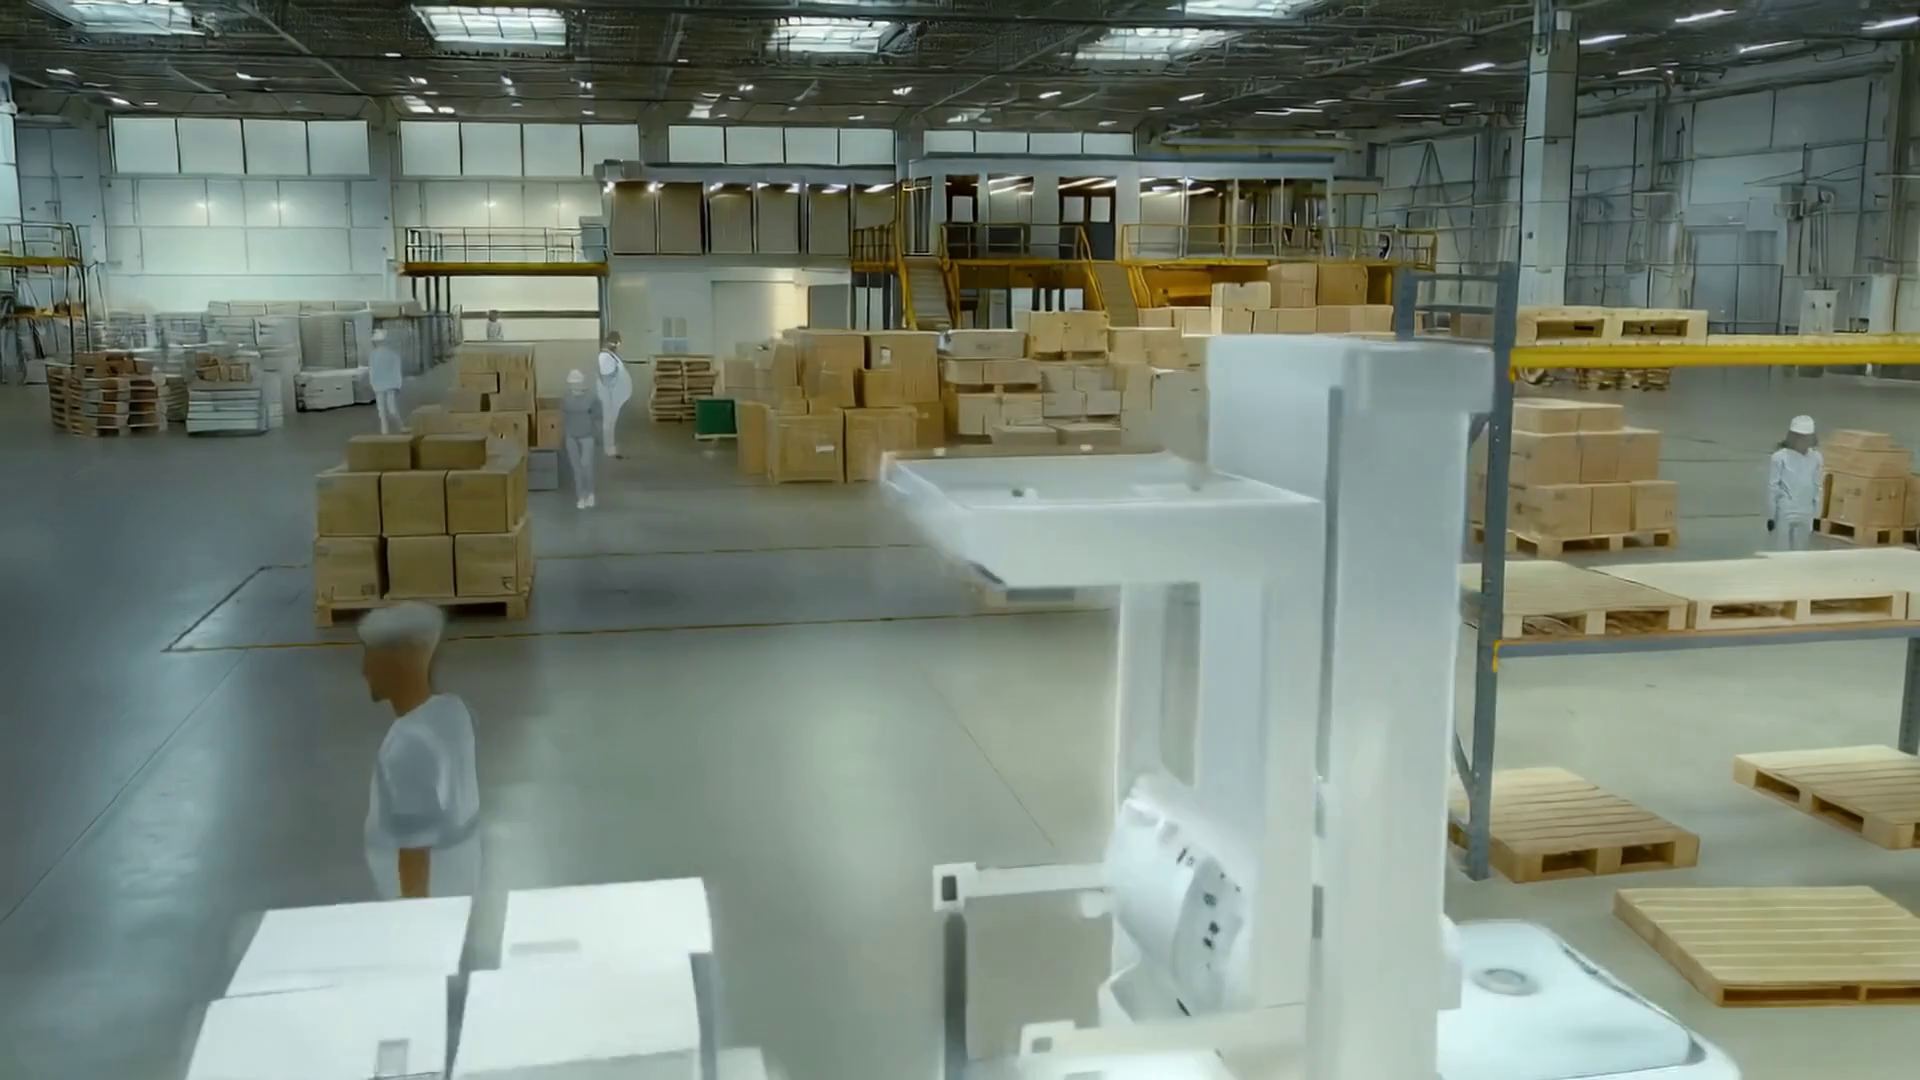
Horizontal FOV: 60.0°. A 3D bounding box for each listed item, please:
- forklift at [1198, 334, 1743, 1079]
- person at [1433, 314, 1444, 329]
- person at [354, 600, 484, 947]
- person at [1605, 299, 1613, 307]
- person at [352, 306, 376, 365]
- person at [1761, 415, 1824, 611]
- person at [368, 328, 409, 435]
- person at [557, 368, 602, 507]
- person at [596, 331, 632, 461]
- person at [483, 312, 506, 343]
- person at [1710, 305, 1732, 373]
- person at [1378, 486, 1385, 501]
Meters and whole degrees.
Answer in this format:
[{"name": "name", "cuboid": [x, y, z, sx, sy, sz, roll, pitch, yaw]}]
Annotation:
[{"name": "forklift", "cuboid": [0.914, 0.884, 4.233, 1.873, 2.768, 1.129, -2, 10, -12]}, {"name": "person", "cuboid": [13.082, -5.422, 45.625, 0.691, 1.917, 0.547, -3, 10, -17]}, {"name": "person", "cuboid": [-1.766, 1.148, 5.503, 0.678, 1.962, 0.623, 0, 9, 1]}, {"name": "person", "cuboid": [20.417, -6.601, 52.553, 0.623, 1.992, 0.396, -7, 12, -38]}, {"name": "person", "cuboid": [-14.961, -4.864, 41.864, 0.606, 2.038, 0.393, 2, 9, 11]}, {"name": "person", "cuboid": [7.208, -0.211, 14.369, 0.492, 1.742, 0.323, -1, 9, -7]}, {"name": "person", "cuboid": [-9.670, -2.576, 28.057, 0.616, 1.982, 0.516, 3, 10, 19]}, {"name": "person", "cuboid": [-4.765, -1.270, 20.789, 0.538, 1.746, 0.451, 0, 9, 3]}, {"name": "person", "cuboid": [-5.391, -2.262, 25.965, 0.535, 2.000, 0.673, -2, 9, -9]}, {"name": "person", "cuboid": [-11.908, -4.903, 42.605, 0.581, 1.863, 0.710, 0, 9, 0]}, {"name": "person", "cuboid": [21.586, -5.699, 47.194, 0.605, 1.948, 0.384, 8, 12, 39]}, {"name": "person", "cuboid": [4.427, -0.797, 17.702, 0.549, 1.816, 0.966, 2, 10, 12]}]
